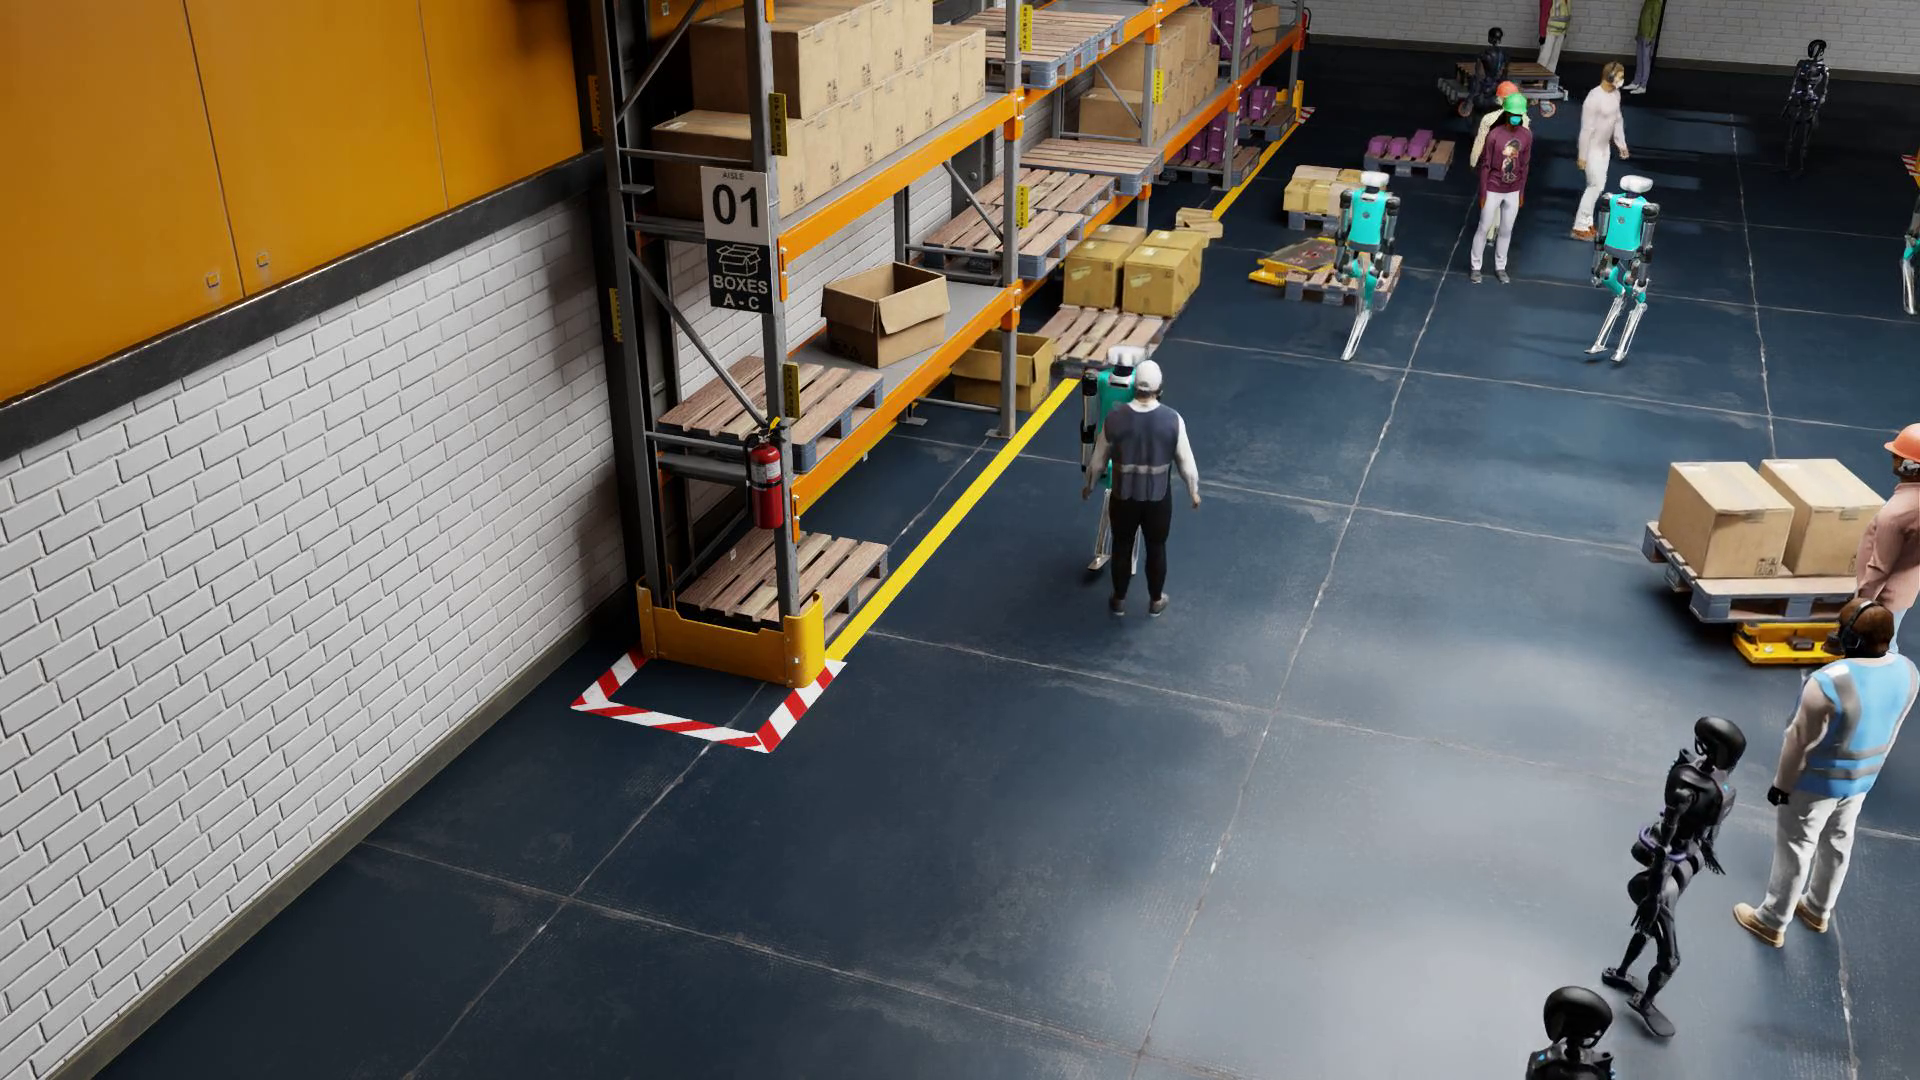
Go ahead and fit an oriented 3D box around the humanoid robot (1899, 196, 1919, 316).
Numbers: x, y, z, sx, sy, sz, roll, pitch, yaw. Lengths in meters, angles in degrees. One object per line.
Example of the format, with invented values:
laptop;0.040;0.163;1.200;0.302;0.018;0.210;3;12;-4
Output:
humanoid robot;9.346;-2.951;15.996;0.545;1.896;0.763;7;28;12

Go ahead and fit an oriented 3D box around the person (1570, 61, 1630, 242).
person;7.006;-4.240;18.175;0.517;1.925;0.630;21;34;35

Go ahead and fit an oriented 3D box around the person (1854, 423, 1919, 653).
person;5.173;0.277;9.332;0.607;1.994;0.376;-21;34;-34

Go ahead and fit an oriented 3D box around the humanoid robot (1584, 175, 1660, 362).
humanoid robot;5.940;-2.431;14.720;0.735;1.676;0.533;-22;34;-36

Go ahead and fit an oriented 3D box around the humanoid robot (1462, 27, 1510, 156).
humanoid robot;6.771;-5.733;21.322;0.600;1.648;0.352;-12;29;-21

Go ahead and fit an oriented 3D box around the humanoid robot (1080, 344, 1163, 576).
humanoid robot;1.110;-0.590;11.148;0.533;1.677;0.735;8;28;16

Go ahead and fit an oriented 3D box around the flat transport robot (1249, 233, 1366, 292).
flat transport robot;3.688;-2.895;17.367;0.659;0.231;1.431;22;35;36

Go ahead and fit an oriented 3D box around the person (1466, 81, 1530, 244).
person;5.832;-4.113;18.130;0.580;1.733;0.506;-9;29;-17

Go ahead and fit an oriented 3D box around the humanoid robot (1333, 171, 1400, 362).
humanoid robot;3.716;-2.538;15.124;0.540;1.763;1.030;13;30;24

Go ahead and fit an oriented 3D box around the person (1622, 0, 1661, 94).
person;10.228;-7.513;24.831;0.283;1.633;0.497;0;27;-1

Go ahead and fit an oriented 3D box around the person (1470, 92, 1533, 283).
person;5.480;-3.558;16.834;0.482;1.944;0.432;-2;27;-5

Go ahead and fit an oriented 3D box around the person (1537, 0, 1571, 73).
person;8.800;-7.537;24.670;0.634;1.833;0.429;-21;34;-35

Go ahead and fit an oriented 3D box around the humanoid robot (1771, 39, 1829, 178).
humanoid robot;10.431;-5.330;20.537;0.315;1.657;0.599;-9;29;-16

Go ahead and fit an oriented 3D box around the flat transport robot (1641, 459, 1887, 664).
flat transport robot;5.266;0.385;11.005;0.659;0.231;1.431;-1;27;-1

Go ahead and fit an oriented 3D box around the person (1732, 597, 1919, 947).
person;4.113;1.105;7.904;0.624;1.838;0.429;-10;29;-19

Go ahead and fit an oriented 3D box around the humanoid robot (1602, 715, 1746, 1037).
humanoid robot;3.189;1.441;7.417;0.603;1.644;0.442;-22;35;-36

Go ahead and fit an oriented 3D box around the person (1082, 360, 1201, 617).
person;1.172;-0.321;10.745;0.769;1.756;0.444;4;28;7

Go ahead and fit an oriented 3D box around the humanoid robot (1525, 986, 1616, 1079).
humanoid robot;2.093;2.249;5.899;0.774;1.624;0.600;8;28;16
